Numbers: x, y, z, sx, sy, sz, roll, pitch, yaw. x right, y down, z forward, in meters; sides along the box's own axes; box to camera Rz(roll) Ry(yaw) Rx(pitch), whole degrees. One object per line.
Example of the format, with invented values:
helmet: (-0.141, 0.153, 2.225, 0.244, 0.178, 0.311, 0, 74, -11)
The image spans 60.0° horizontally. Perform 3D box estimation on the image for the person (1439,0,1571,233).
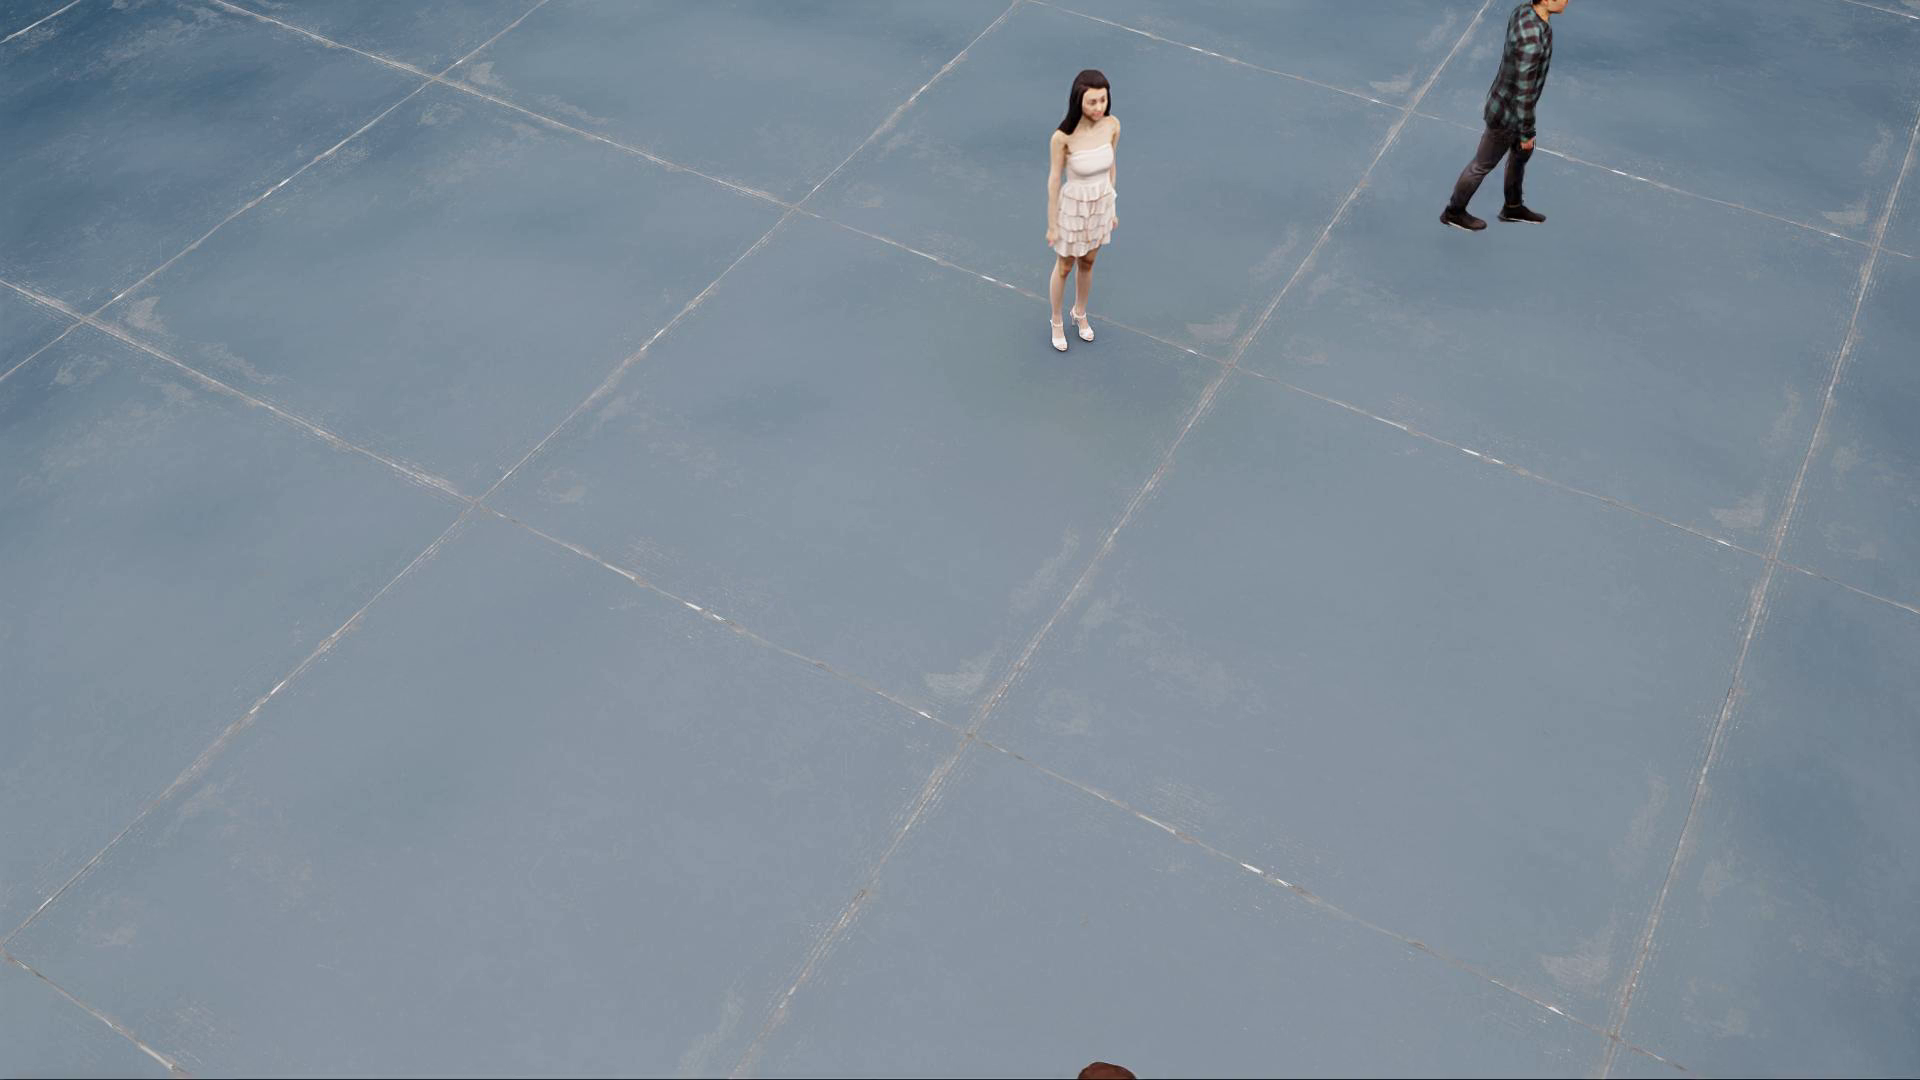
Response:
person: (3.075, -2.498, 9.522, 0.929, 1.696, 0.825, 13, 48, 11)

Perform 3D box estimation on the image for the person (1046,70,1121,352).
person: (0.656, -1.774, 9.026, 0.667, 1.735, 0.696, -19, 50, -17)

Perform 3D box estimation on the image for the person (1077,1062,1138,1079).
person: (0.420, 2.150, 5.315, 0.726, 1.858, 0.721, -3, 47, -3)
